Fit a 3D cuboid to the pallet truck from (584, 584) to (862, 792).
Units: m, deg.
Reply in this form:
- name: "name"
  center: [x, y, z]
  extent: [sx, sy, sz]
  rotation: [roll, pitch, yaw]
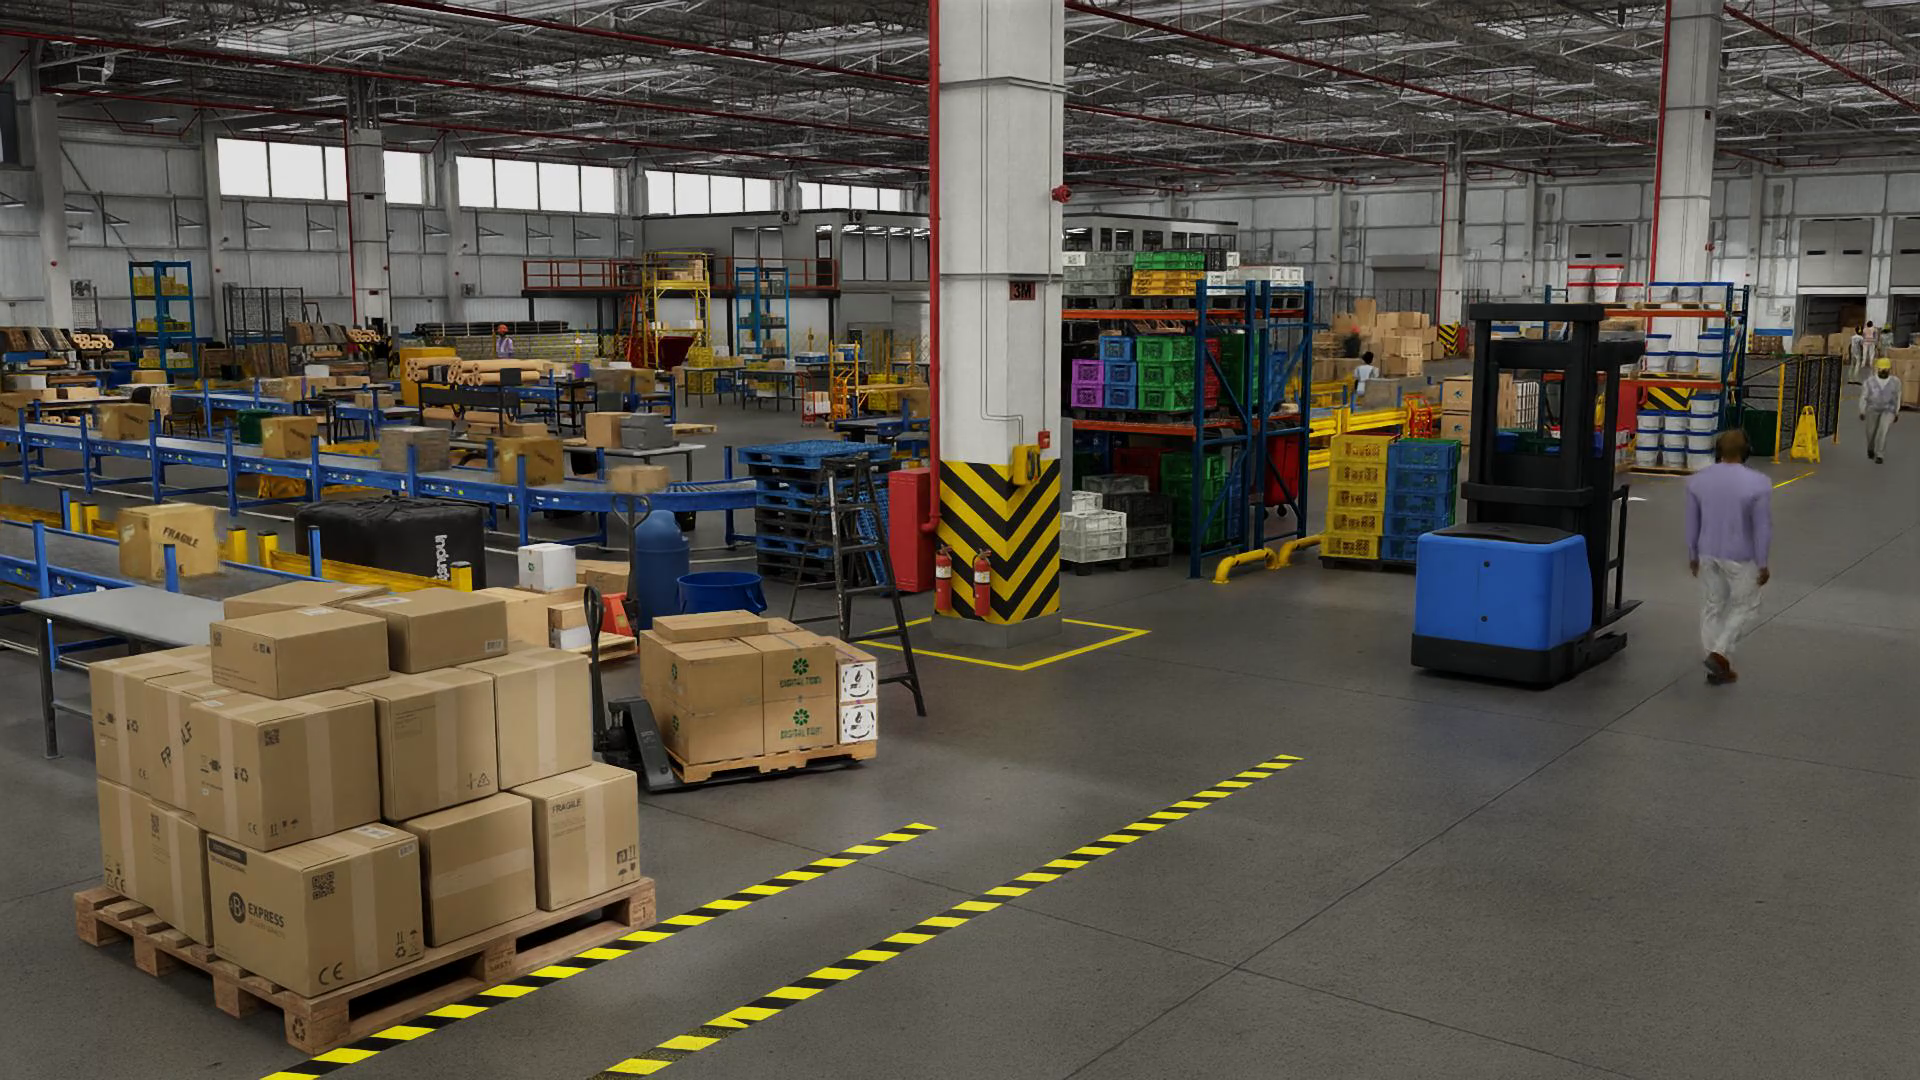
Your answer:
- name: "pallet truck"
  center: [-1.426, 0.805, 10.019]
  extent: [1.601, 1.201, 0.680]
  rotation: [-4, 9, -26]

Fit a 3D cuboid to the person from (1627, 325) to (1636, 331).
- name: "person"
  center: [18.944, -5.075, 46.928]
  extent: [0.694, 2.000, 0.966]
  rotation: [-4, 9, -27]

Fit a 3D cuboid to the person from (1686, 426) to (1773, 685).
- name: "person"
  center: [5.635, 0.131, 12.202]
  extent: [0.442, 1.929, 0.649]
  rotation: [-6, 10, -35]

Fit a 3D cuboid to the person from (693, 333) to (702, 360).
- name: "person"
  center: [-10.268, -7.674, 64.972]
  extent: [0.356, 1.885, 0.573]
  rotation: [2, 9, 15]

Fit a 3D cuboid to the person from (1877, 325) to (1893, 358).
- name: "person"
  center: [35.137, -7.305, 63.121]
  extent: [0.900, 1.698, 0.498]
  rotation: [-7, 11, -38]

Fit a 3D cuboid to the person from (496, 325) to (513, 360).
- name: "person"
  center: [-12.472, -4.856, 45.440]
  extent: [0.615, 2.043, 0.373]
  rotation: [6, 10, 34]

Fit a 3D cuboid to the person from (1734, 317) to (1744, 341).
- name: "person"
  center: [31.844, -8.147, 67.943]
  extent: [0.618, 1.946, 0.394]
  rotation: [-8, 12, -43]

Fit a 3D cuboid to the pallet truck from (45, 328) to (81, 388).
- name: "pallet truck"
  center: [-23.775, -4.544, 43.495]
  extent: [1.885, 1.965, 0.823]
  rotation: [6, 10, 35]

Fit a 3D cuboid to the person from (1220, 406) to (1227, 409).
- name: "person"
  center: [5.059, -2.684, 31.878]
  extent: [0.541, 1.714, 0.922]
  rotation: [8, 12, 44]

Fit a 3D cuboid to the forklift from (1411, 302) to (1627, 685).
- name: "forklift"
  center: [4.379, -0.438, 12.852]
  extent: [1.129, 2.768, 1.873]
  rotation: [7, 11, 37]

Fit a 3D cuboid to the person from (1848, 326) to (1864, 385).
- name: "person"
  center: [28.393, -5.838, 52.675]
  extent: [0.323, 1.862, 0.518]
  rotation: [-3, 9, -18]

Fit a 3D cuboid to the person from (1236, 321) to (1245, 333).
- name: "person"
  center: [10.357, -7.093, 60.976]
  extent: [0.558, 1.906, 0.630]
  rotation: [-5, 10, -28]

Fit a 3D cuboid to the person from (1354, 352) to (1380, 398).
- name: "person"
  center: [8.578, -3.104, 34.894]
  extent: [0.538, 1.658, 0.832]
  rotation: [7, 11, 40]

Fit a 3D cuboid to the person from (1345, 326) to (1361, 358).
- name: "person"
  center: [11.468, -5.226, 48.257]
  extent: [0.615, 1.945, 1.000]
  rotation: [-4, 9, -27]

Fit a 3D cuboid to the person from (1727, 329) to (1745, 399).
- name: "person"
  center: [21.303, -4.813, 45.507]
  extent: [0.551, 1.935, 0.375]
  rotation: [-4, 9, -27]

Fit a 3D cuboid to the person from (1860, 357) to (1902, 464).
- name: "person"
  center: [15.748, -2.224, 28.464]
  extent: [0.602, 1.816, 0.682]
  rotation: [5, 10, 28]

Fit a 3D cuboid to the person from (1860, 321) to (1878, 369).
- name: "person"
  center: [34.967, -7.510, 64.011]
  extent: [0.621, 1.845, 0.429]
  rotation: [4, 9, 26]

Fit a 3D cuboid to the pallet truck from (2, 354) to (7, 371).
- name: "pallet truck"
  center: [-24.881, -4.417, 42.634]
  extent: [1.885, 1.965, 0.823]
  rotation: [8, 11, 41]

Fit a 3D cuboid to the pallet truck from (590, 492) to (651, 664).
- name: "pallet truck"
  center: [-3.115, 0.344, 12.883]
  extent: [0.653, 1.274, 1.630]
  rotation: [7, 11, 37]
